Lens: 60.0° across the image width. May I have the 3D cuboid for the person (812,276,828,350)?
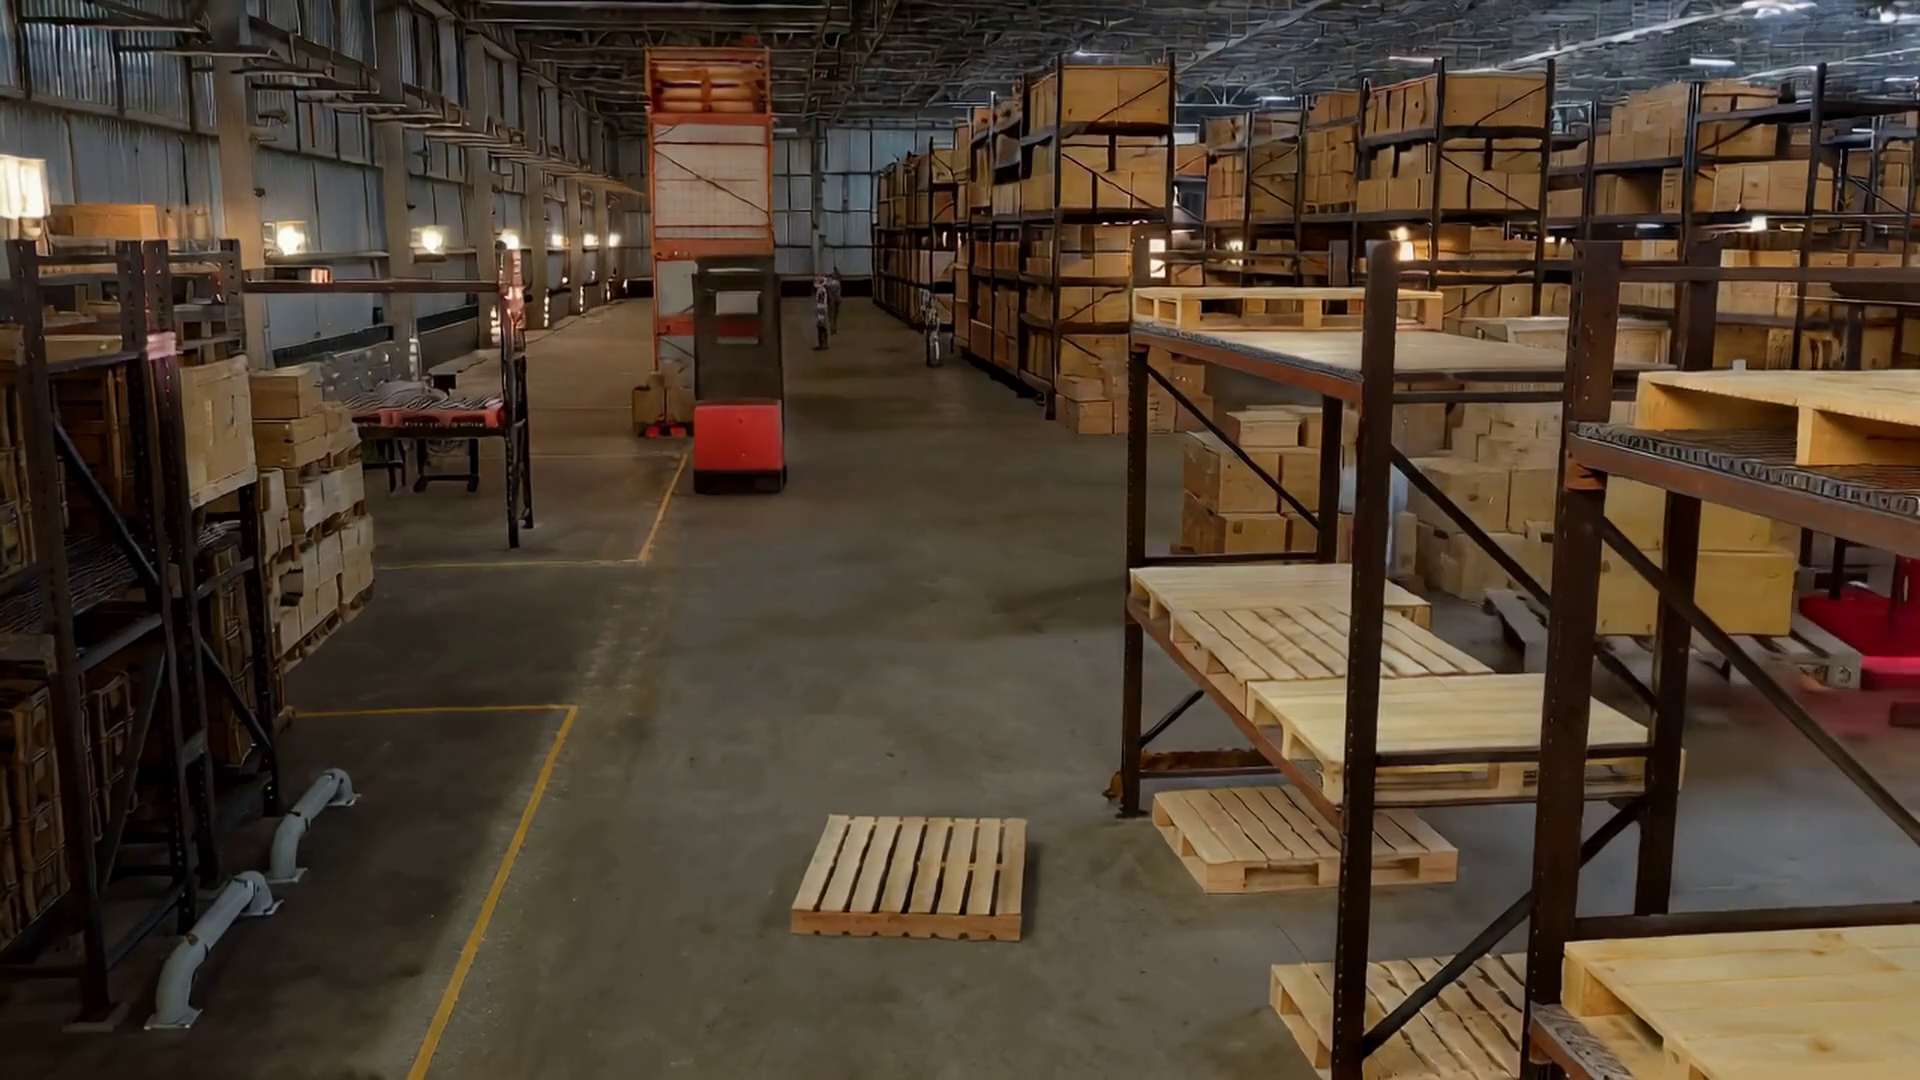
[{"bbox_3d":[-3.872,-6.270,45.987,0.365,2.048,0.607,-6,12,-31],"label":"person"}]

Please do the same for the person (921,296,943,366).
[{"bbox_3d":[-0.680,-5.070,40.311,0.533,1.697,0.318,2,10,11],"label":"person"}]

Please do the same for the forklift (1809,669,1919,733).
[{"bbox_3d":[6.592,-0.255,10.344,1.873,2.768,1.129,2,10,9],"label":"forklift"}]

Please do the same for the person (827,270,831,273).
[{"bbox_3d":[-6.021,-11.720,77.354,0.444,1.623,0.535,2,10,12],"label":"person"}]

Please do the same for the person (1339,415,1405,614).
[{"bbox_3d":[2.785,0.082,11.224,0.555,1.902,0.982,-5,11,-27],"label":"person"}]

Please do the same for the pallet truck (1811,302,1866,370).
[{"bbox_3d":[15.846,-3.142,28.793,1.885,1.965,0.823,2,10,12],"label":"pallet truck"}]

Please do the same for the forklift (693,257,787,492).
[{"bbox_3d":[-2.728,-2.079,20.456,1.129,2.768,1.873,-1,10,-6],"label":"forklift"}]

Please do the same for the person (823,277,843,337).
[{"bbox_3d":[-4.020,-7.351,52.451,0.650,1.879,0.812,2,10,9],"label":"person"}]

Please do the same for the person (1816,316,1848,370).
[{"bbox_3d":[13.094,-2.418,25.029,0.397,1.911,0.587,10,14,44],"label":"person"}]

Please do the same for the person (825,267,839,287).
[{"bbox_3d":[-5.854,-11.619,76.252,0.651,1.844,1.193,-1,10,-8],"label":"person"}]
